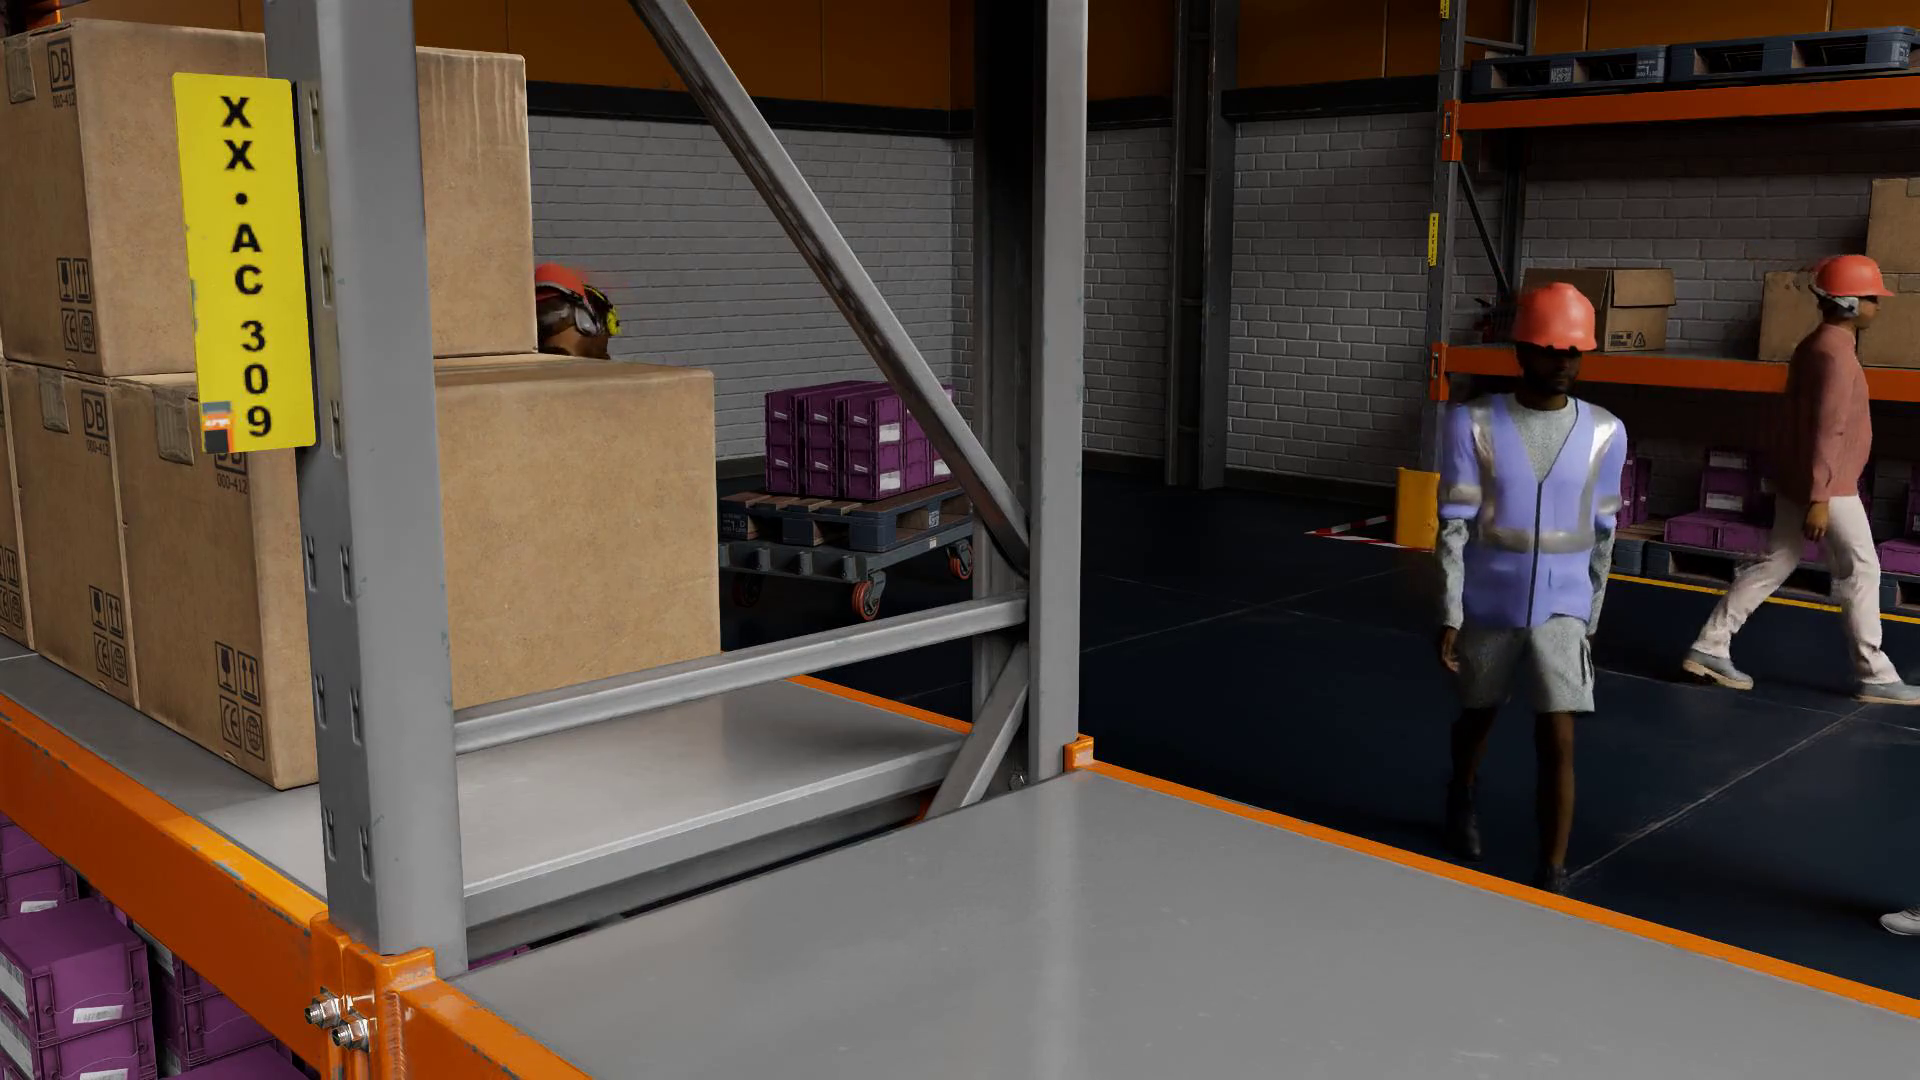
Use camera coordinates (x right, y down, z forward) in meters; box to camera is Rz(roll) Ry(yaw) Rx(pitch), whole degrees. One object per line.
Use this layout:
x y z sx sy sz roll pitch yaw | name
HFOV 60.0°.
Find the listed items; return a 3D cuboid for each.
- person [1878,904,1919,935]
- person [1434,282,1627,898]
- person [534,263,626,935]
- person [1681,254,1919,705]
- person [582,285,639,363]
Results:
2.914 0.246 4.548 0.370 1.913 0.597 -2 11 -12 | person
1.694 0.171 5.032 0.546 1.898 0.981 2 11 8 | person
-1.145 0.178 4.870 0.386 1.946 0.736 -6 12 -30 | person
3.714 -0.261 7.234 1.004 1.950 0.626 2 11 12 | person
-1.361 -0.081 6.560 0.707 1.820 0.831 -4 11 -19 | person
